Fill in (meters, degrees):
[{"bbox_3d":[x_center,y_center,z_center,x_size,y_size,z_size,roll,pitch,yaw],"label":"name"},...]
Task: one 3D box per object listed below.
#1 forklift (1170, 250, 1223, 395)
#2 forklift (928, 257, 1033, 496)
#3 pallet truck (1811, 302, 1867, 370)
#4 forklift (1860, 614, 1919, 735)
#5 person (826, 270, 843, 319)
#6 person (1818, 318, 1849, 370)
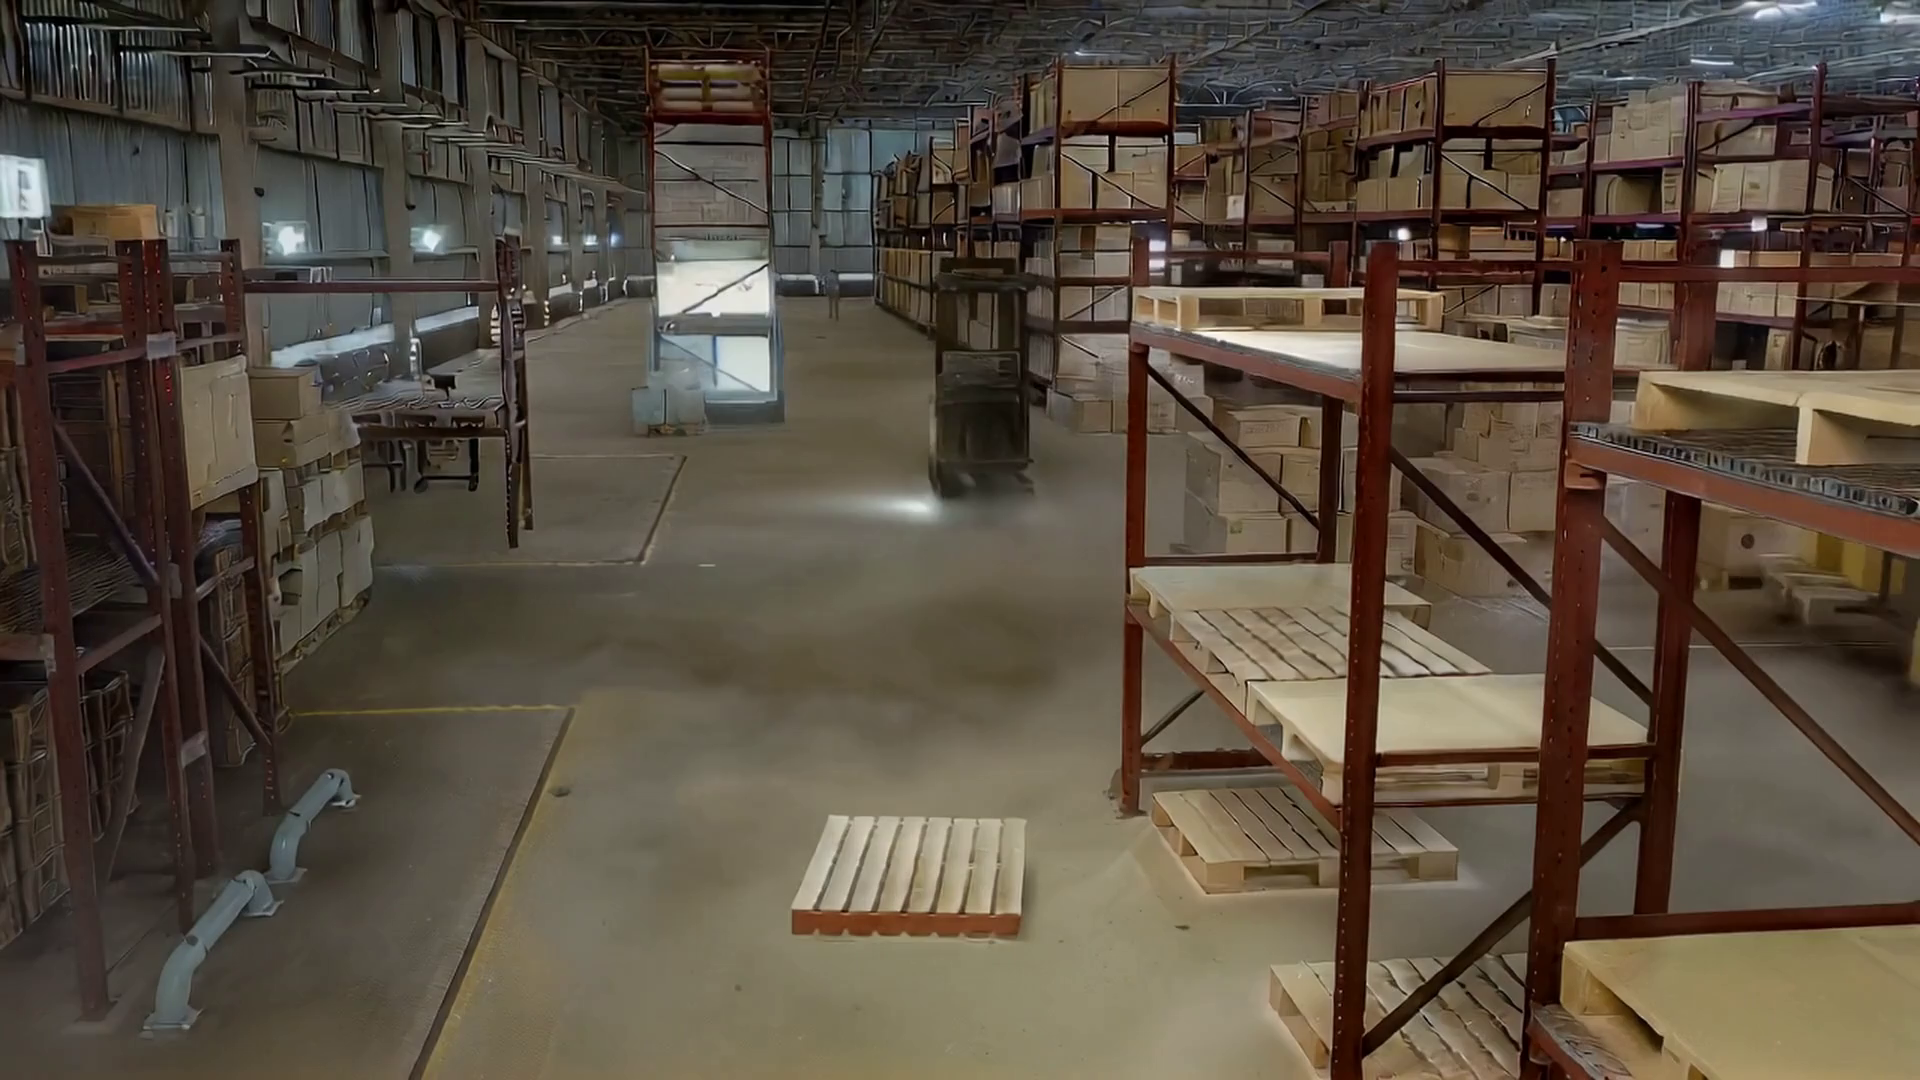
[{"bbox_3d":[4.718,-4.344,33.005,1.873,2.768,1.129,9,14,42],"label":"forklift"},{"bbox_3d":[0.209,-2.049,20.286,1.129,2.768,1.873,-1,10,-6],"label":"forklift"},{"bbox_3d":[15.846,-3.142,28.793,1.885,1.965,0.823,2,10,12],"label":"pallet truck"},{"bbox_3d":[6.394,-0.184,9.951,1.129,2.768,1.873,2,11,13],"label":"forklift"},{"bbox_3d":[-4.851,-9.454,64.100,0.657,1.882,0.871,-2,10,-8],"label":"person"},{"bbox_3d":[12.728,-2.295,24.352,0.385,1.911,0.592,6,12,29],"label":"person"}]
